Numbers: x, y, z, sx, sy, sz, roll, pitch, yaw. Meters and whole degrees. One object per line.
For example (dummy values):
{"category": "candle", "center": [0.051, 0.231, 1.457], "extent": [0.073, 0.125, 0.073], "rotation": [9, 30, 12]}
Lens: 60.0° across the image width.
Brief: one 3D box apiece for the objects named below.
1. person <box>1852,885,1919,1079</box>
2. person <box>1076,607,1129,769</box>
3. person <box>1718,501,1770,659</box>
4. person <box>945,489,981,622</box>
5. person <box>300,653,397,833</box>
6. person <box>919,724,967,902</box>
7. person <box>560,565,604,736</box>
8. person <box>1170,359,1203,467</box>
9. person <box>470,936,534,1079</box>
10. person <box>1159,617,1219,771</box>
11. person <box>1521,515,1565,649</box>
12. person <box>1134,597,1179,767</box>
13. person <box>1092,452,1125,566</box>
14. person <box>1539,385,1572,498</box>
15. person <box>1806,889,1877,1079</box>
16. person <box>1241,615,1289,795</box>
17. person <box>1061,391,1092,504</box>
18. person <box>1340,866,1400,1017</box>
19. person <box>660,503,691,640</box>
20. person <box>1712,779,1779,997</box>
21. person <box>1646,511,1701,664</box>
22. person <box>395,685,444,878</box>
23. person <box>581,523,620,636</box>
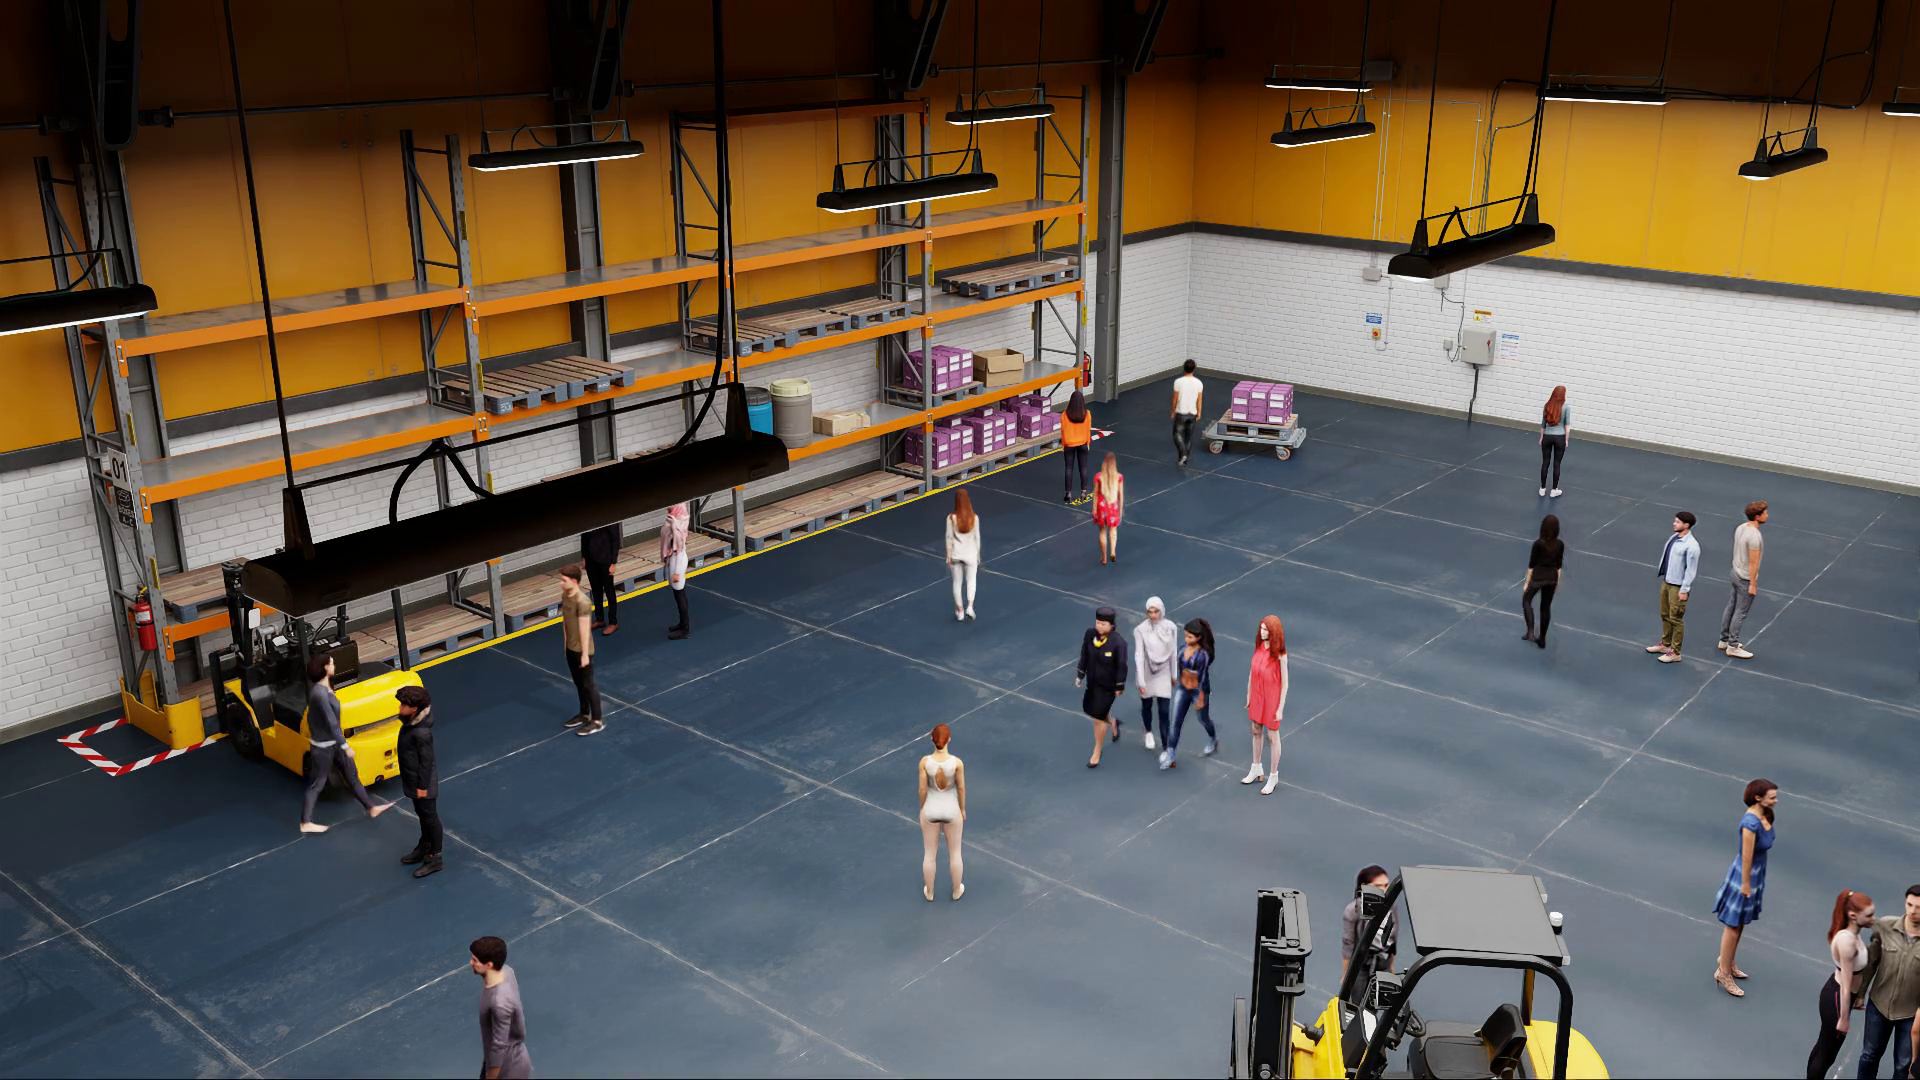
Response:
{"category": "person", "center": [6.469, 3.205, 11.445], "extent": [0.717, 1.865, 0.585], "rotation": [17, 25, 41]}
{"category": "person", "center": [1.483, 1.460, 16.965], "extent": [0.723, 1.650, 0.942], "rotation": [15, 24, 38]}
{"category": "person", "center": [9.250, 0.437, 19.617], "extent": [0.802, 1.895, 0.698], "rotation": [1, 19, 3]}
{"category": "person", "center": [0.036, 0.228, 20.555], "extent": [0.801, 1.693, 0.866], "rotation": [-1, 19, -2]}
{"category": "person", "center": [-5.984, 1.932, 15.458], "extent": [1.197, 1.716, 1.042], "rotation": [-4, 19, -13]}
{"category": "person", "center": [-0.161, 2.346, 14.343], "extent": [0.613, 1.644, 0.653], "rotation": [0, 19, 0]}
{"category": "person", "center": [-4.016, 1.135, 17.611], "extent": [0.630, 1.854, 0.701], "rotation": [-15, 24, -37]}
{"category": "person", "center": [3.690, -2.041, 27.135], "extent": [0.922, 1.795, 0.980], "rotation": [-2, 19, -5]}
{"category": "person", "center": [-2.882, 3.411, 10.908], "extent": [1.208, 1.817, 1.046], "rotation": [-6, 20, -18]}
{"category": "person", "center": [2.421, 1.541, 16.828], "extent": [1.077, 1.583, 0.700], "rotation": [-16, 24, -40]}
{"category": "person", "center": [6.970, 0.519, 19.788], "extent": [0.709, 1.631, 0.768], "rotation": [-1, 19, -4]}
{"category": "person", "center": [1.964, 1.387, 17.054], "extent": [1.065, 1.731, 1.141], "rotation": [-1, 19, -3]}
{"category": "person", "center": [2.007, -0.389, 22.561], "extent": [0.791, 1.582, 0.858], "rotation": [-1, 19, -2]}
{"category": "person", "center": [9.185, -1.539, 25.725], "extent": [0.599, 1.742, 0.551], "rotation": [12, 22, 31]}
{"category": "person", "center": [6.104, 3.228, 11.574], "extent": [0.677, 1.740, 0.511], "rotation": [11, 21, 29]}
{"category": "person", "center": [3.008, 1.593, 16.293], "extent": [0.592, 1.827, 0.653], "rotation": [-13, 22, -33]}
{"category": "person", "center": [1.773, -1.432, 25.397], "extent": [0.699, 1.749, 0.759], "rotation": [-2, 19, -5]}
{"category": "person", "center": [2.949, 3.103, 12.044], "extent": [0.661, 1.677, 0.773], "rotation": [-8, 20, -23]}
{"category": "person", "center": [-3.418, 0.312, 20.133], "extent": [0.800, 1.804, 0.742], "rotation": [-2, 19, -5]}
{"category": "person", "center": [6.185, 2.695, 13.053], "extent": [0.756, 1.806, 0.548], "rotation": [11, 22, 30]}
{"category": "person", "center": [8.387, 0.533, 19.466], "extent": [0.812, 1.810, 0.745], "rotation": [-1, 19, -3]}
{"category": "person", "center": [-4.809, 2.109, 14.833], "extent": [0.692, 1.781, 0.686], "rotation": [-12, 22, -32]}
{"category": "person", "center": [-4.385, 0.214, 20.297], "extent": [0.741, 1.884, 0.630], "rotation": [10, 21, 27]}
